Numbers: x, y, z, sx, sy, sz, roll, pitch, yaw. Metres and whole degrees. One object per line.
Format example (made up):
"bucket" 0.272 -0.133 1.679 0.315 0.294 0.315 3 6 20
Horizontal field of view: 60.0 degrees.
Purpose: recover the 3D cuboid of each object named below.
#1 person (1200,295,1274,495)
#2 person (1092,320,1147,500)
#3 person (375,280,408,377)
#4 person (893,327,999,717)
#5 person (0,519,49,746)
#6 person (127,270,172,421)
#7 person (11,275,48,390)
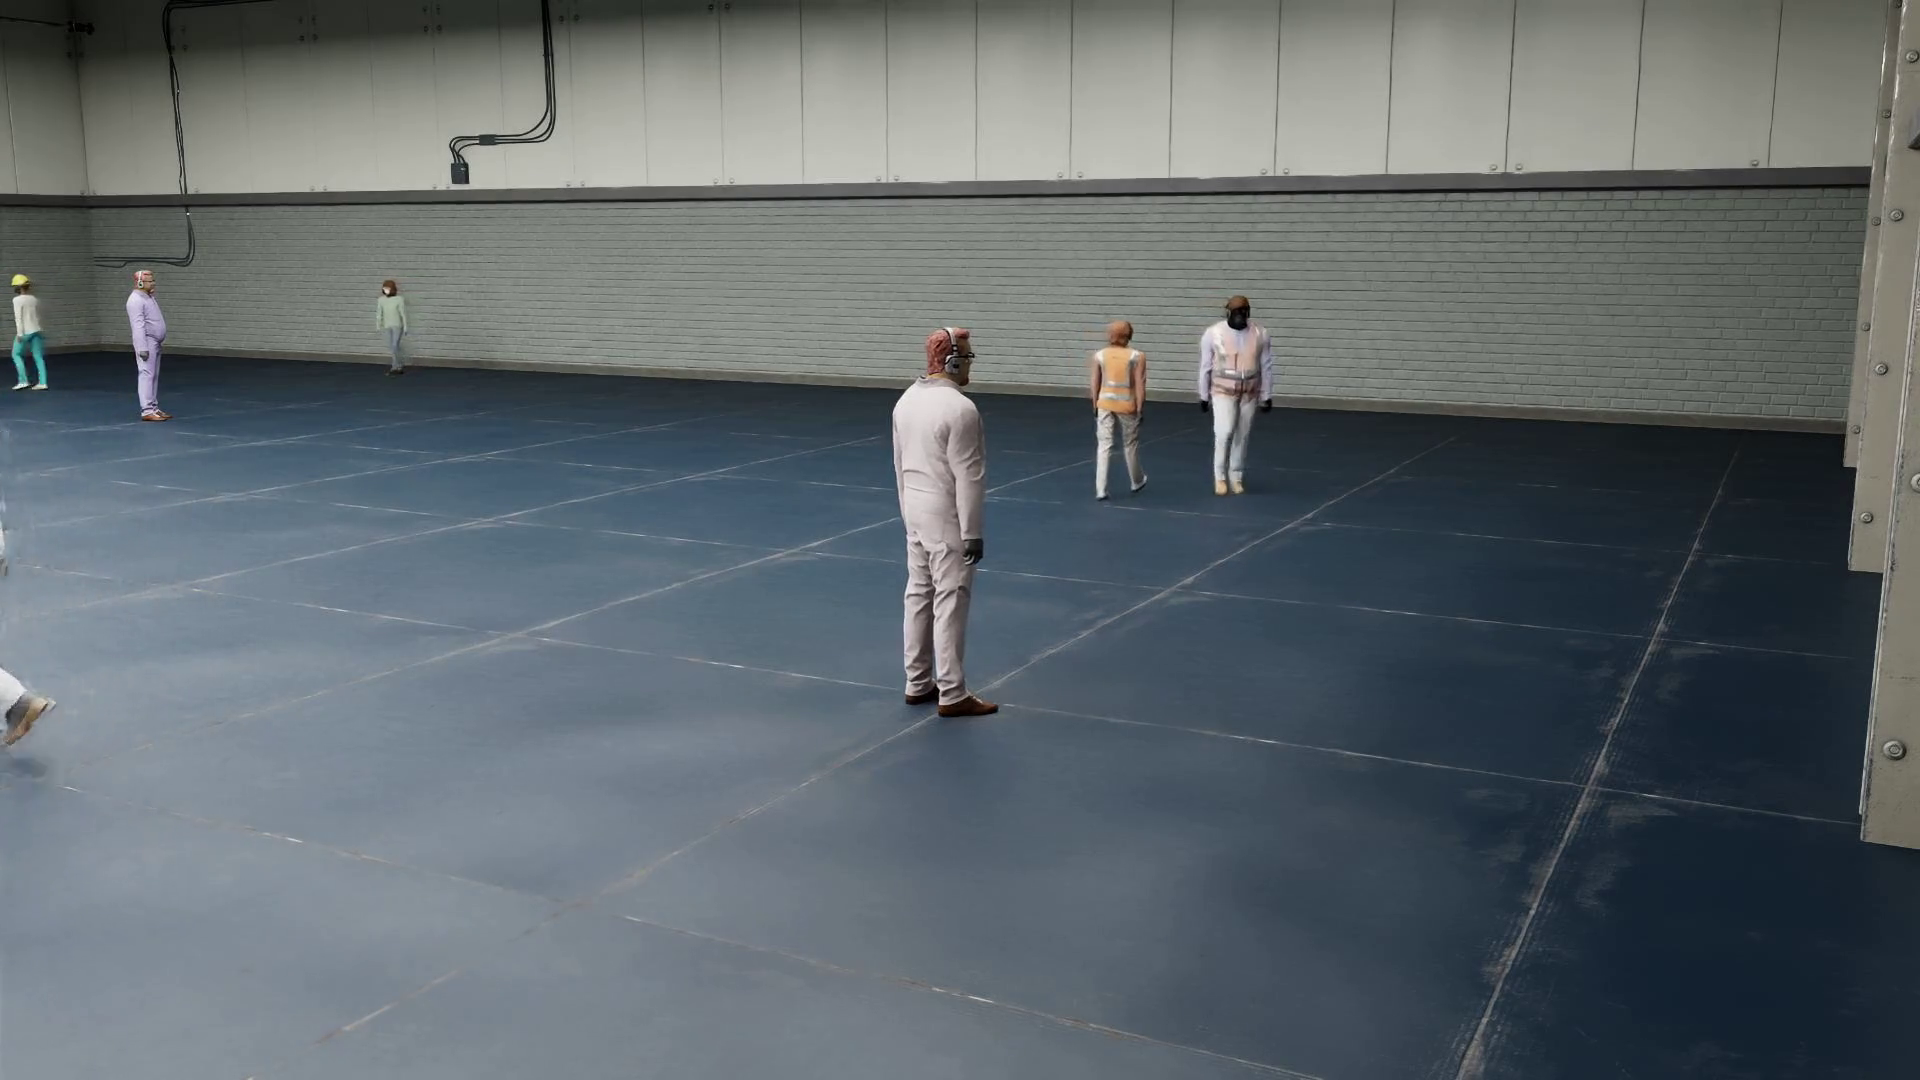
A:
"person" 2.510 -1.299 15.045 0.634 1.820 0.569 -1 10 -7
"person" 1.441 -1.180 15.003 0.530 1.591 0.833 4 11 20
"person" -9.468 -3.502 27.627 0.503 1.601 0.797 4 11 19
"person" -0.062 -0.090 8.205 0.399 1.908 0.643 -6 12 -32
"person" -4.468 0.071 7.477 0.587 1.862 0.582 2 11 10
"person" -10.305 -2.466 21.157 0.409 1.906 0.651 -2 11 -13
"person" -14.202 -3.138 25.239 0.630 1.741 0.551 1 10 8
